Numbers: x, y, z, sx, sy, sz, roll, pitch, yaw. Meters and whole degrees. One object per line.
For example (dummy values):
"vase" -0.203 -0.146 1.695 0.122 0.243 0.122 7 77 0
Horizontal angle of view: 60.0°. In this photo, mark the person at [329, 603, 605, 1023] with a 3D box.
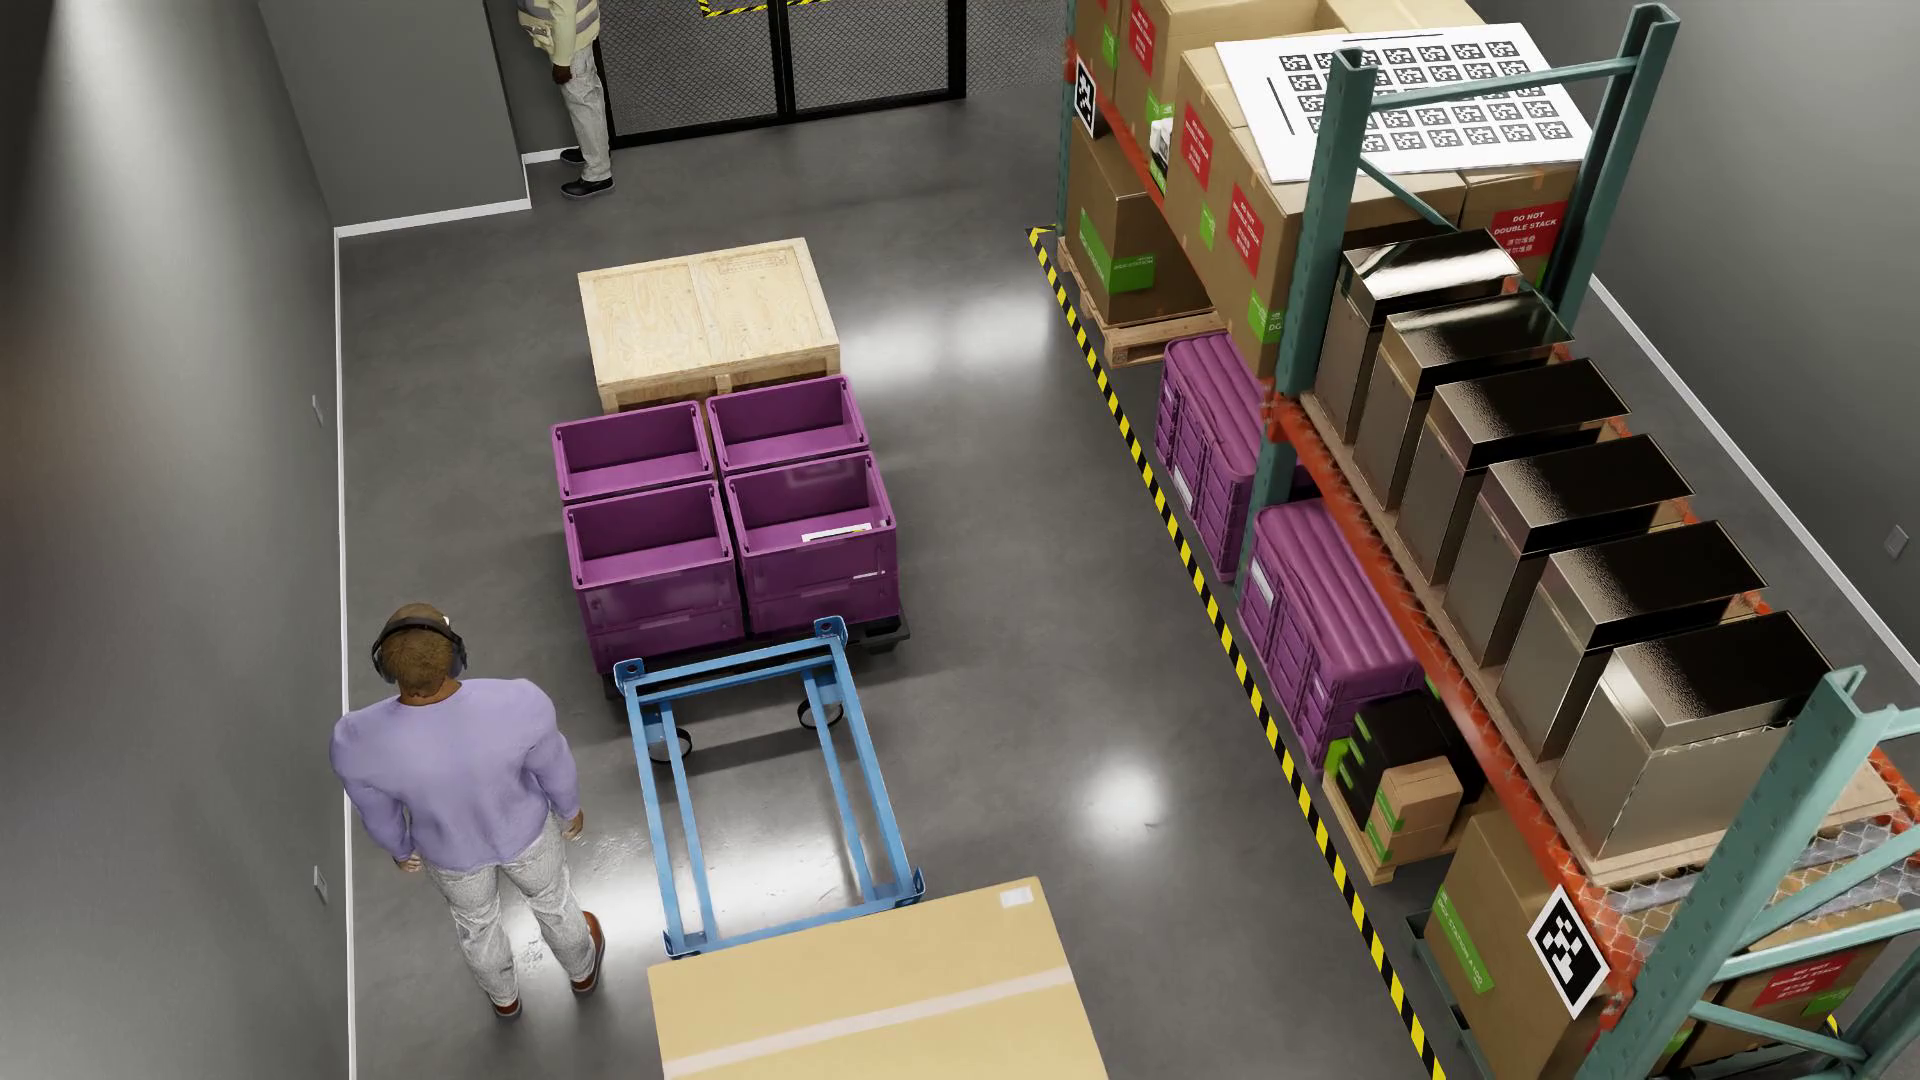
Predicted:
"person" -1.457 0.872 5.085 0.630 1.940 0.371 -13 49 -12

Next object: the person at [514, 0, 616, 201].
"person" -1.991 -2.566 8.314 0.404 1.833 0.590 -6 48 -5
